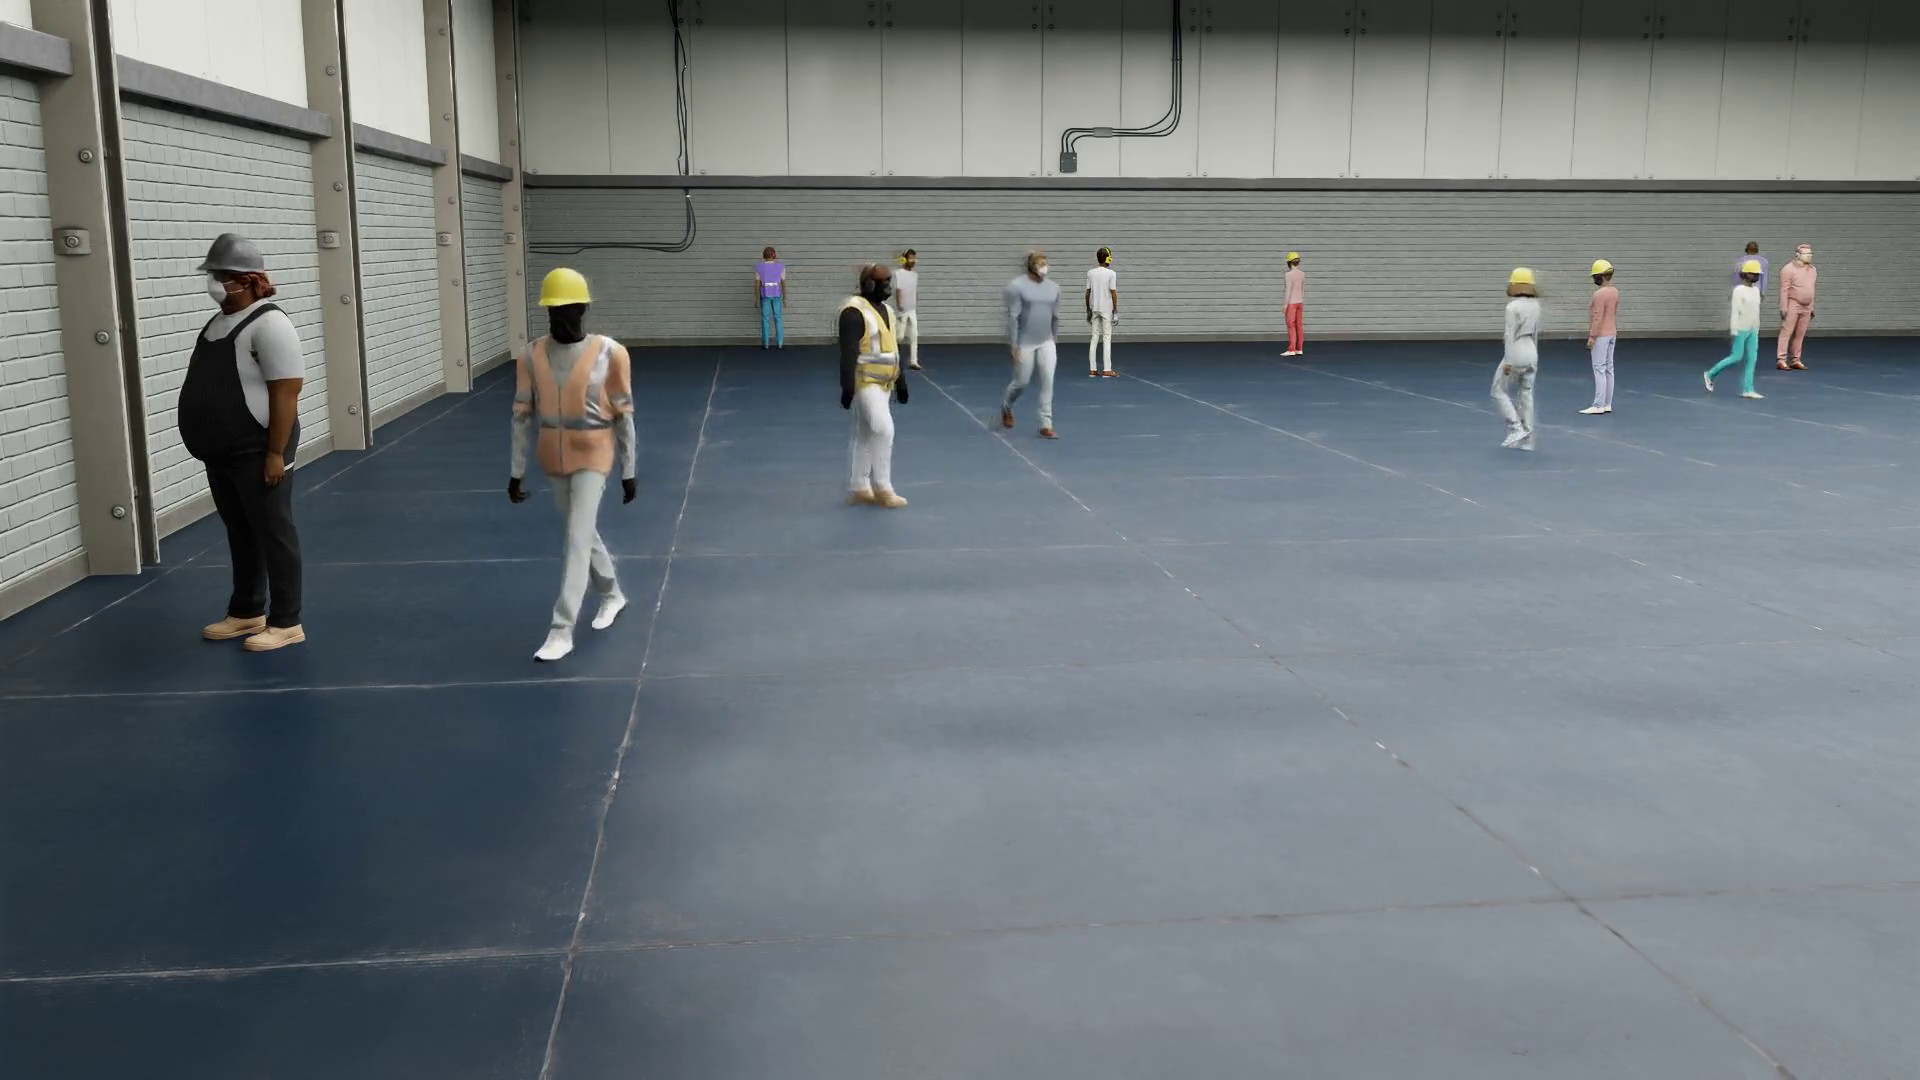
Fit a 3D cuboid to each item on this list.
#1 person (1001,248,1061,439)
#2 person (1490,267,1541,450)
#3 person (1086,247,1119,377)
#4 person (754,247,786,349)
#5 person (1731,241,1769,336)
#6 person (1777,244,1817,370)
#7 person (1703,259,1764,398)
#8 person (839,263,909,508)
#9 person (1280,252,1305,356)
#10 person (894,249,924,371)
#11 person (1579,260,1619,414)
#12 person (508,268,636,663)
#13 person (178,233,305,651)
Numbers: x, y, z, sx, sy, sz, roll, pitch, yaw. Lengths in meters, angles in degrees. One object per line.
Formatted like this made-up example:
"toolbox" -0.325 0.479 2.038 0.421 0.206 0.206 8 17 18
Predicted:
"person" 0.718 -1.995 16.866 0.634 1.917 0.826 -5 11 -24
"person" 5.318 -1.714 15.832 0.497 1.733 0.400 -7 12 -33
"person" 2.062 -3.286 24.083 0.532 1.859 0.310 7 13 35
"person" -3.426 -4.372 30.092 0.571 1.835 0.388 -3 11 -15
"person" 15.022 -4.711 31.678 0.628 1.940 0.377 1 10 8
"person" 12.766 -3.533 25.311 0.643 1.908 0.399 -4 11 -19
"person" 9.849 -2.668 21.027 0.529 1.744 0.680 -7 12 -34
"person" -0.567 -1.150 12.470 0.699 1.817 0.662 4 11 23
"person" 5.658 -4.011 28.321 0.533 1.765 0.322 -10 14 -44
"person" -0.860 -3.500 25.301 0.746 1.850 0.535 10 14 44
"person" 7.327 -2.314 19.040 0.327 1.760 0.523 10 14 43
"person" -1.911 -0.407 8.273 0.600 1.881 1.011 3 11 16
"person" -3.549 -0.478 8.194 0.683 2.000 0.538 8 13 38
